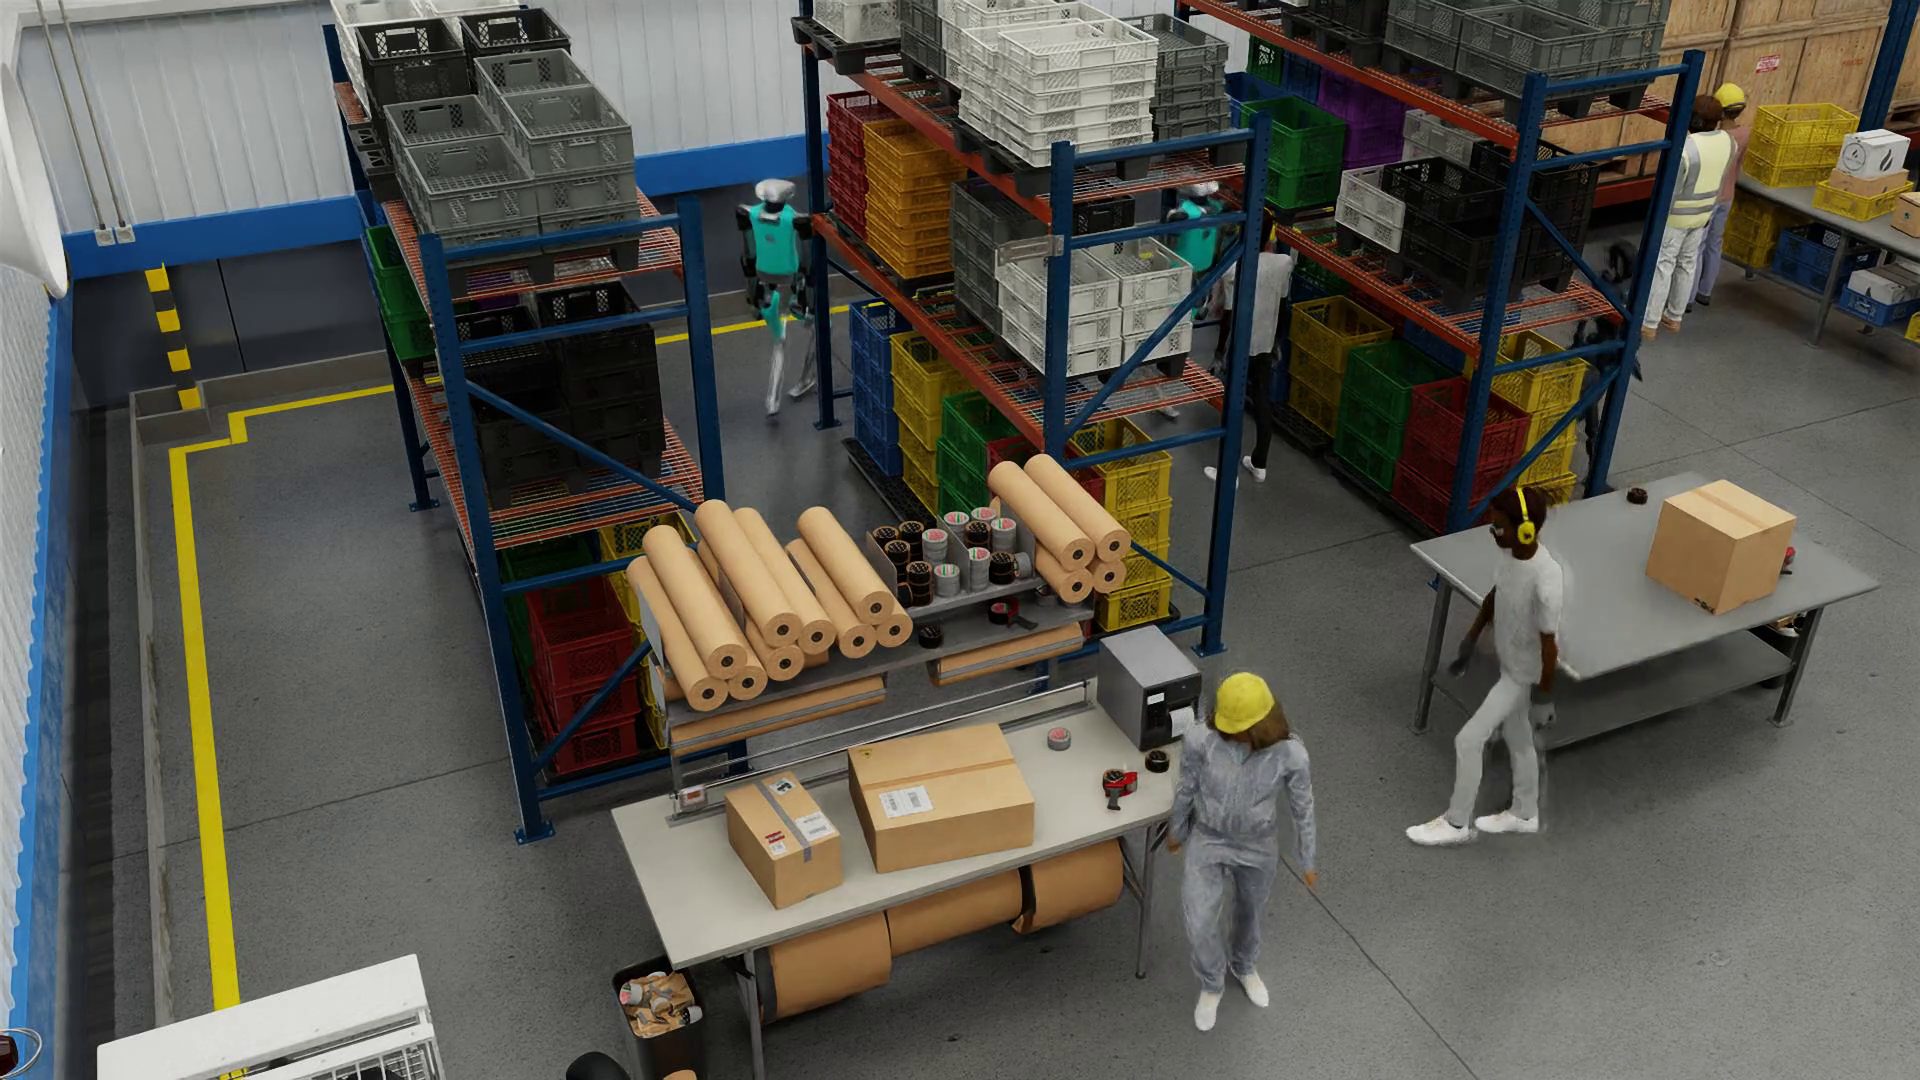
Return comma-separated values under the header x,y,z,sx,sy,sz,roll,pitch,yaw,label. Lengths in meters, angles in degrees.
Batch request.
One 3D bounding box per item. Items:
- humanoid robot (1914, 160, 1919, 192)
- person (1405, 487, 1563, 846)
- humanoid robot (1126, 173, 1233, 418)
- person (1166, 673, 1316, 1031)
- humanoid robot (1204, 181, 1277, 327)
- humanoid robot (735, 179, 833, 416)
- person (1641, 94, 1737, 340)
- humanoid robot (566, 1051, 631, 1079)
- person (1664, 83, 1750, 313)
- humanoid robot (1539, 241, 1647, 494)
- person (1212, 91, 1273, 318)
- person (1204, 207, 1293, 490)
x,y,z,sx,sy,sz,roll,pitch,yaw,label
8.149,-3.208,13.822,0.315,1.659,0.599,10,33,16,humanoid robot
2.410,0.593,7.514,0.788,1.829,0.534,2,32,3,person
1.367,-1.655,11.345,0.551,1.875,0.826,-20,37,-29,humanoid robot
1.118,1.252,6.584,0.604,1.683,0.562,3,32,6,person
2.087,-2.386,12.454,0.814,1.793,0.550,-8,33,-13,humanoid robot
-1.136,-1.699,11.317,0.557,1.724,0.930,8,33,13,humanoid robot
5.342,-2.394,12.359,0.634,1.841,0.429,-15,35,-23,person
-1.005,2.180,5.073,0.315,1.657,0.599,19,37,28,humanoid robot
5.756,-2.622,12.802,0.526,1.765,0.325,-18,36,-26,person
4.051,-1.136,10.530,0.609,1.632,0.796,-15,35,-23,humanoid robot
2.258,-2.460,12.428,0.588,1.905,0.606,-3,32,-5,person
1.792,-1.191,10.385,0.516,1.864,0.331,-13,34,-20,person
